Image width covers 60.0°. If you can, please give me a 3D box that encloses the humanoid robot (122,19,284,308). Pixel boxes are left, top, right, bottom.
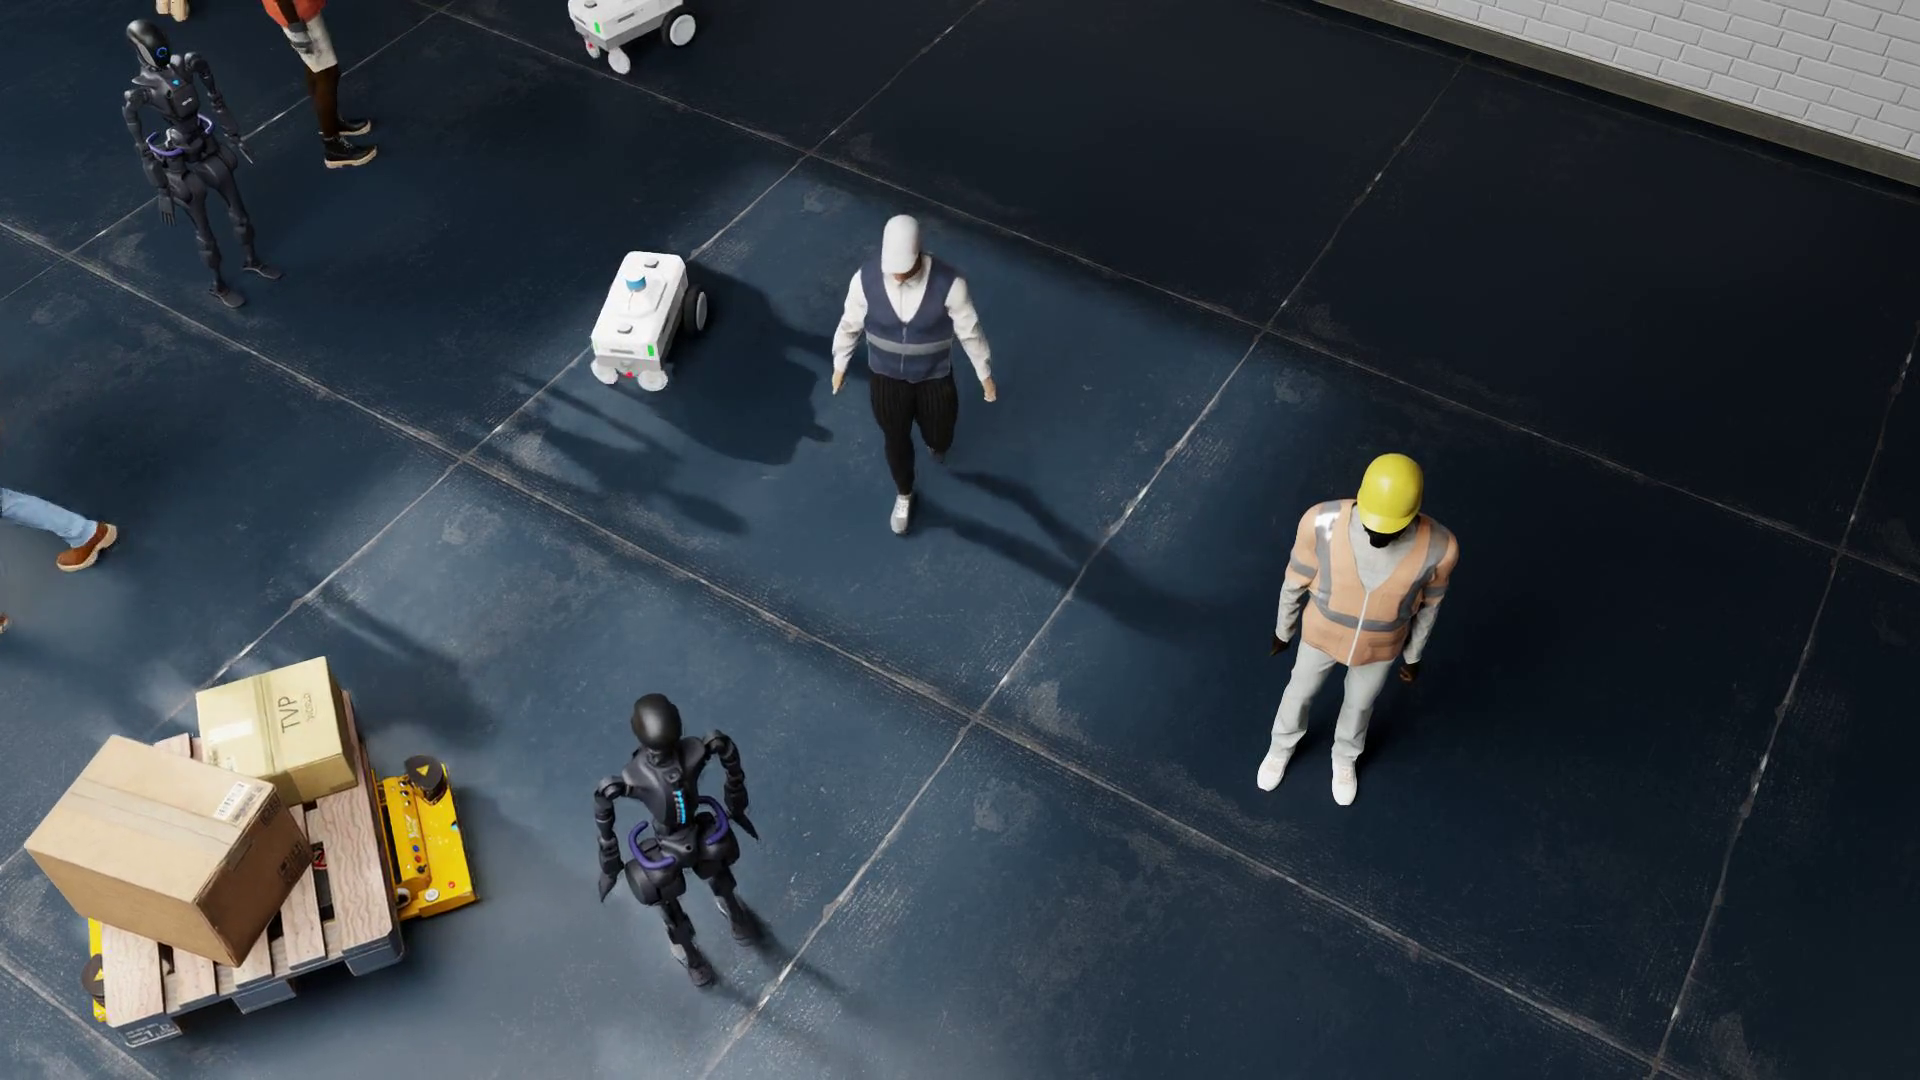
[{"bbox_3d":[-3.934,-1.948,8.579,0.306,1.652,0.613,24,53,19],"label":"humanoid robot"}]

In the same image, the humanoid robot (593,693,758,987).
[{"bbox_3d":[-1.038,1.064,5.952,0.608,1.654,0.413,-25,53,-20],"label":"humanoid robot"}]

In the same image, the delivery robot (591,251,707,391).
[{"bbox_3d":[-1.649,-1.168,8.658,0.514,0.611,0.783,6,49,5],"label":"delivery robot"}]

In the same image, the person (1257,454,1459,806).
[{"bbox_3d":[1.506,0.364,6.396,0.593,1.925,0.366,10,50,9],"label":"person"}]

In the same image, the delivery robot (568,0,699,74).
[{"bbox_3d":[-2.080,-3.359,10.557,0.758,0.587,0.525,-36,58,-27],"label":"delivery robot"}]

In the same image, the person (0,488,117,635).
[{"bbox_3d":[-4.266,-0.327,6.999,0.938,1.947,0.632,-33,57,-26],"label":"person"}]

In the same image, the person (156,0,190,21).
[{"bbox_3d":[-5.246,-4.102,10.352,0.487,1.848,0.600,-10,50,-8],"label":"person"}]

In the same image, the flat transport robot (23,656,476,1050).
[{"bbox_3d":[-2.719,1.362,6.625,1.431,0.231,0.659,-17,51,-14],"label":"flat transport robot"}]

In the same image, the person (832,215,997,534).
[{"bbox_3d":[-0.206,-0.795,7.526,0.767,1.744,0.541,3,49,3],"label":"person"}]

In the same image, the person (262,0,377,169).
[{"bbox_3d":[-3.708,-3.039,9.352,0.386,1.955,0.607,-13,50,-11],"label":"person"}]
